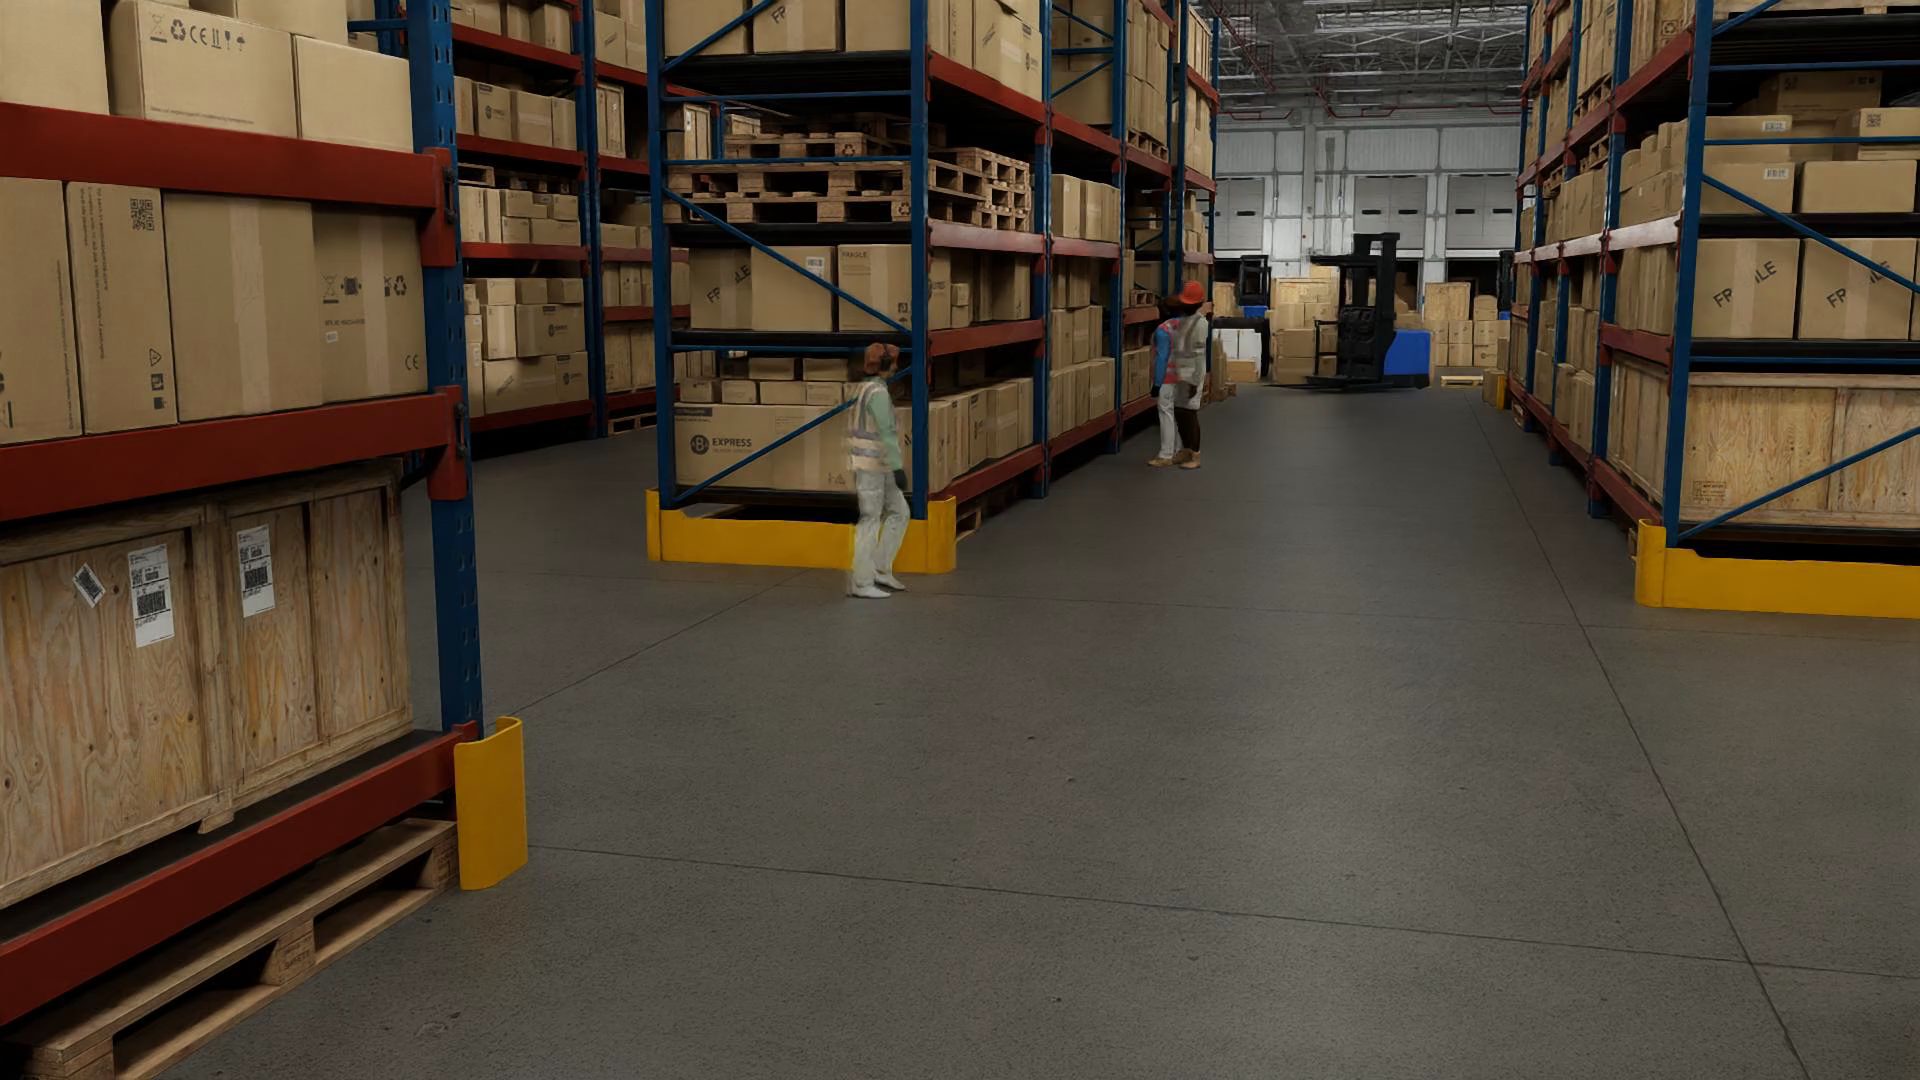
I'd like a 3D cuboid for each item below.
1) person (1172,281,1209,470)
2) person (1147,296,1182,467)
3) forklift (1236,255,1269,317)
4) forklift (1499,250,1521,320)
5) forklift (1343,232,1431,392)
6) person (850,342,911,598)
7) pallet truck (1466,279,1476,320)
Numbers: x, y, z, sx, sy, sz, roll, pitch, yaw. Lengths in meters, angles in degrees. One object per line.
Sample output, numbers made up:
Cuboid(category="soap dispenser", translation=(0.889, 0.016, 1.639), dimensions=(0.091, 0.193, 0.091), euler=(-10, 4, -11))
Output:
Cuboid(category="person", translation=(2.402, -1.730, 17.583), dimensions=(0.403, 2.003, 0.700), euler=(-3, 9, -16))
Cuboid(category="person", translation=(2.243, -1.697, 17.867), dimensions=(0.429, 1.838, 0.622), euler=(7, 11, 37))
Cuboid(category="forklift", translation=(10.034, -8.359, 56.878), dimensions=(1.129, 2.768, 1.873), euler=(2, 9, 15))
Cuboid(category="forklift", translation=(15.855, -6.836, 47.204), dimensions=(1.129, 2.768, 1.873), euler=(2, 9, 15))
Cuboid(category="forklift", translation=(7.422, -4.097, 29.799), dimensions=(1.873, 2.768, 1.129), euler=(-4, 10, -23))
Cuboid(category="person", translation=(-0.480, -0.429, 10.511), dimensions=(0.486, 1.618, 0.560), euler=(0, 9, -3))
Cuboid(category="pallet truck", translation=(18.896, -8.459, 60.307), dimensions=(1.885, 1.965, 0.823), euler=(5, 10, 31))
